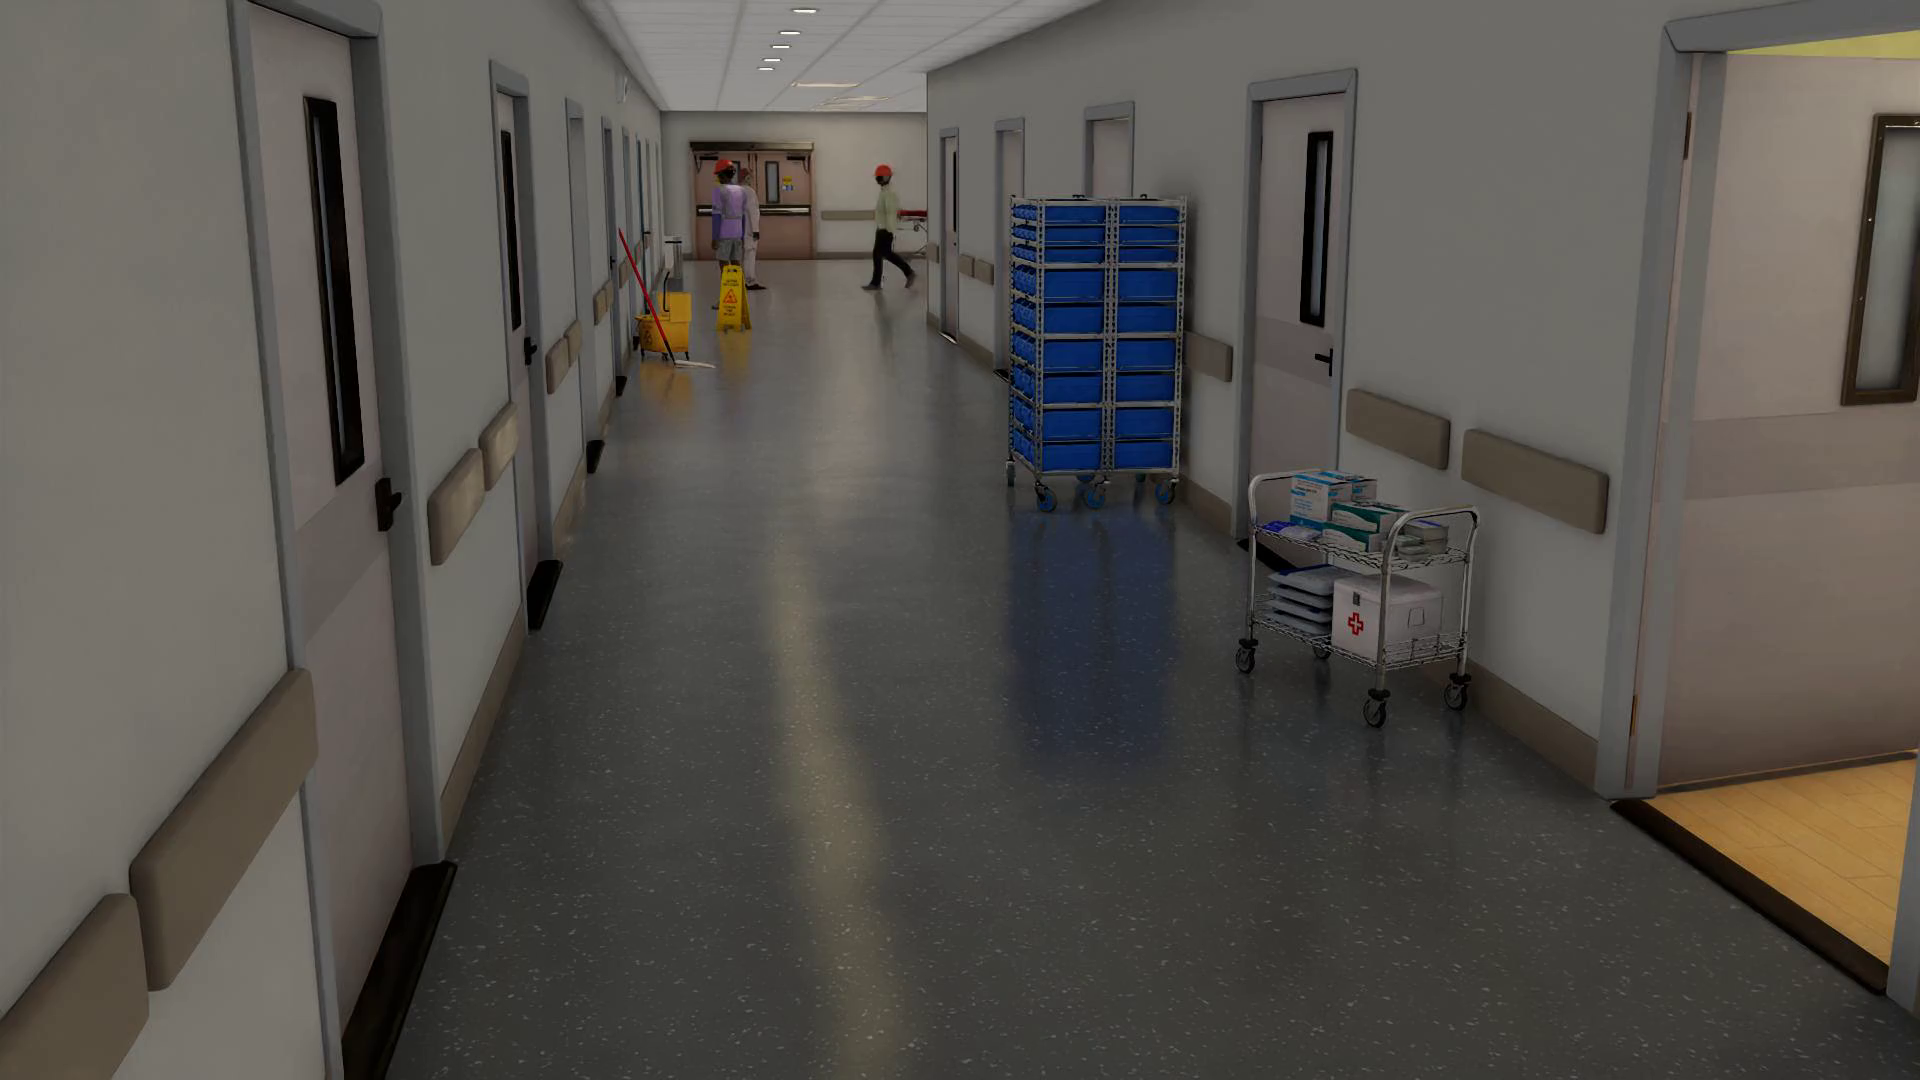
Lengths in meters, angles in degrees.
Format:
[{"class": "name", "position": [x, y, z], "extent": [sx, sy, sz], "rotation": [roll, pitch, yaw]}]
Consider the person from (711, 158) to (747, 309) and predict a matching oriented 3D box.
[{"class": "person", "position": [-3.163, -4.149, 22.604], "extent": [0.411, 2.033, 0.613], "rotation": [9, 15, 35]}]

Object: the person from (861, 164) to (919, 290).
[{"class": "person", "position": [-1.104, -4.893, 26.059], "extent": [0.852, 1.966, 0.624], "rotation": [-1, 13, -4]}]

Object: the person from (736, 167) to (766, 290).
[{"class": "person", "position": [-3.359, -4.907, 26.252], "extent": [0.410, 1.905, 0.641], "rotation": [-11, 17, -41]}]
